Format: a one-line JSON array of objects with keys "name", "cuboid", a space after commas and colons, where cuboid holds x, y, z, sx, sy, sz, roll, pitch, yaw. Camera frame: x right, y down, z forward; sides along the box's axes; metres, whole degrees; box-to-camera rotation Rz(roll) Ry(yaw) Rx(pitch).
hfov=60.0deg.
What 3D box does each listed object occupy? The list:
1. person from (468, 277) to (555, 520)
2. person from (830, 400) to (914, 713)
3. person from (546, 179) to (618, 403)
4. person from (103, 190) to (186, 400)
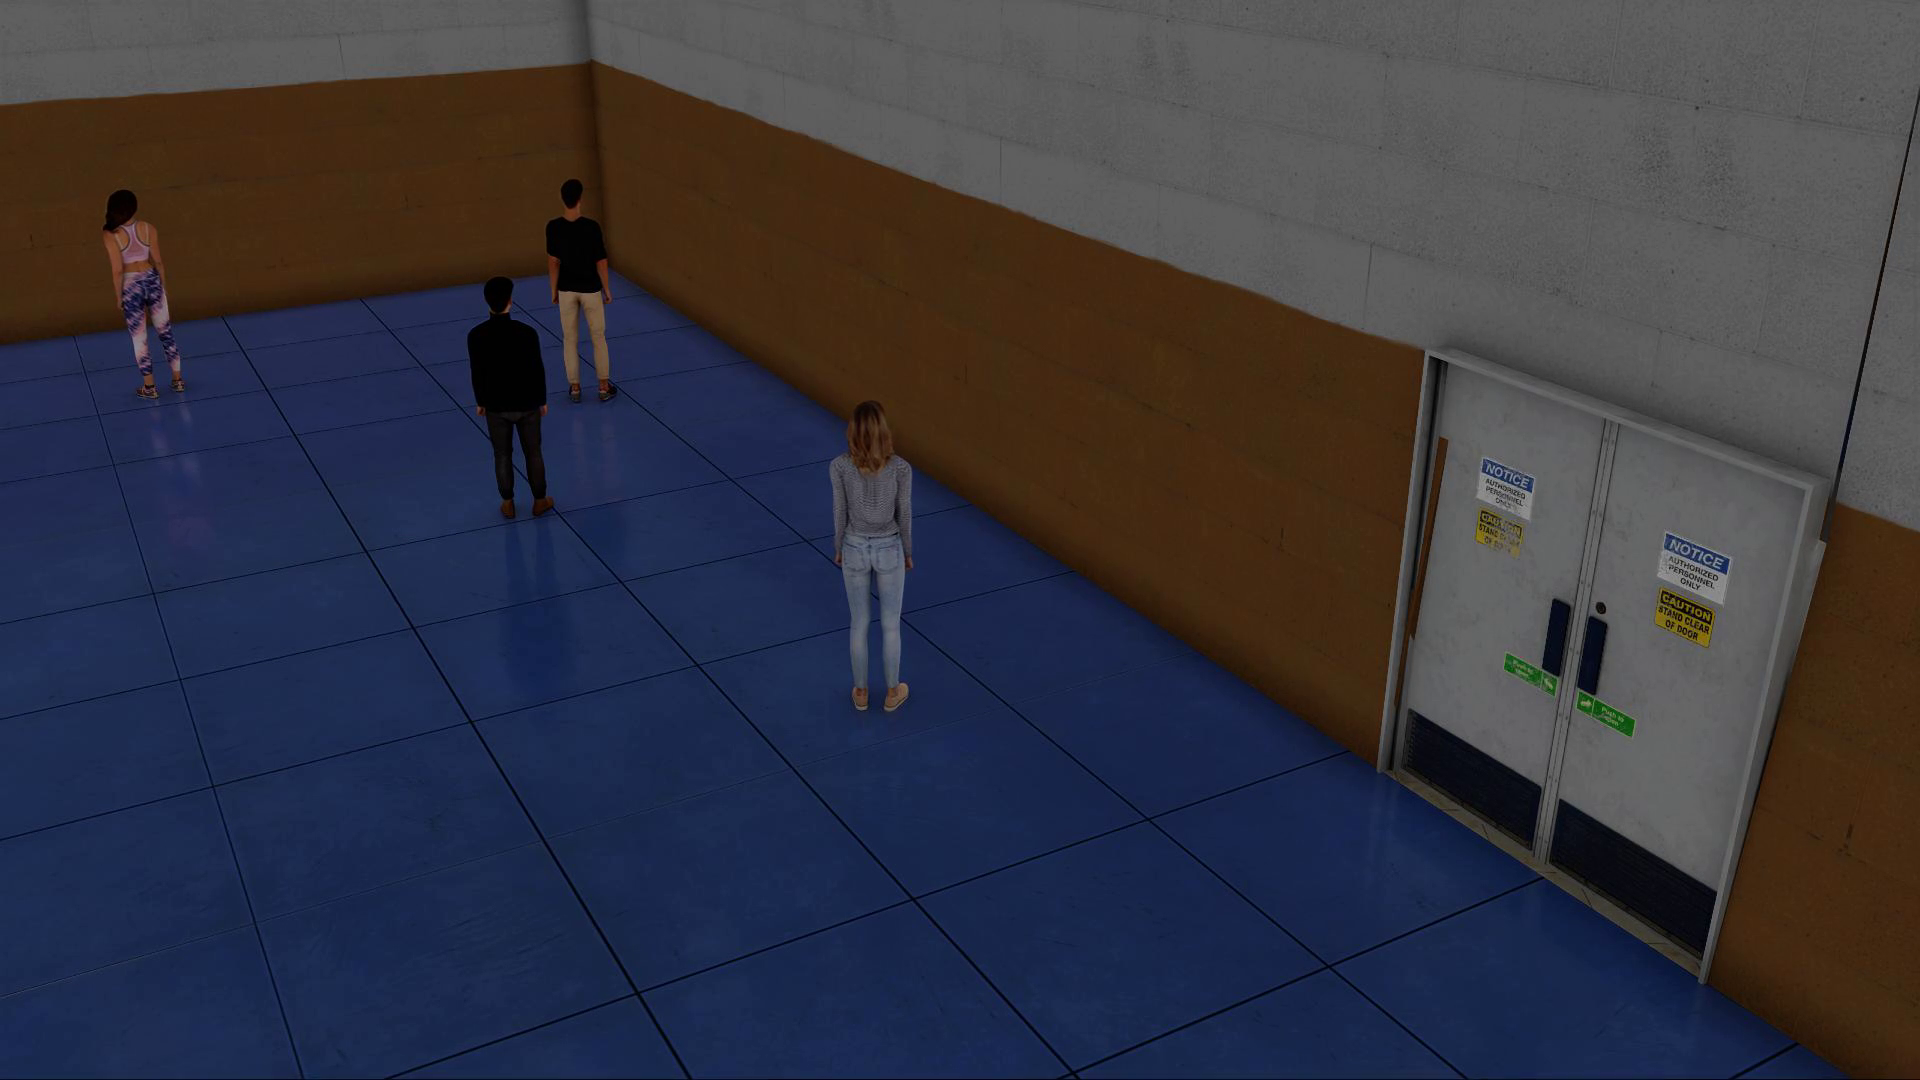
[{"name": "person", "cuboid": [-3.127, -0.988, 11.589, 0.617, 1.723, 0.777, -3, 24, -7]}, {"name": "person", "cuboid": [-0.471, 0.093, 9.027, 0.627, 1.796, 0.726, 2, 24, 4]}, {"name": "person", "cuboid": [-3.171, -2.076, 13.875, 0.625, 1.858, 0.779, -2, 24, -4]}, {"name": "person", "cuboid": [-6.901, -2.082, 14.035, 0.712, 1.766, 0.569, 22, 32, 40]}]
